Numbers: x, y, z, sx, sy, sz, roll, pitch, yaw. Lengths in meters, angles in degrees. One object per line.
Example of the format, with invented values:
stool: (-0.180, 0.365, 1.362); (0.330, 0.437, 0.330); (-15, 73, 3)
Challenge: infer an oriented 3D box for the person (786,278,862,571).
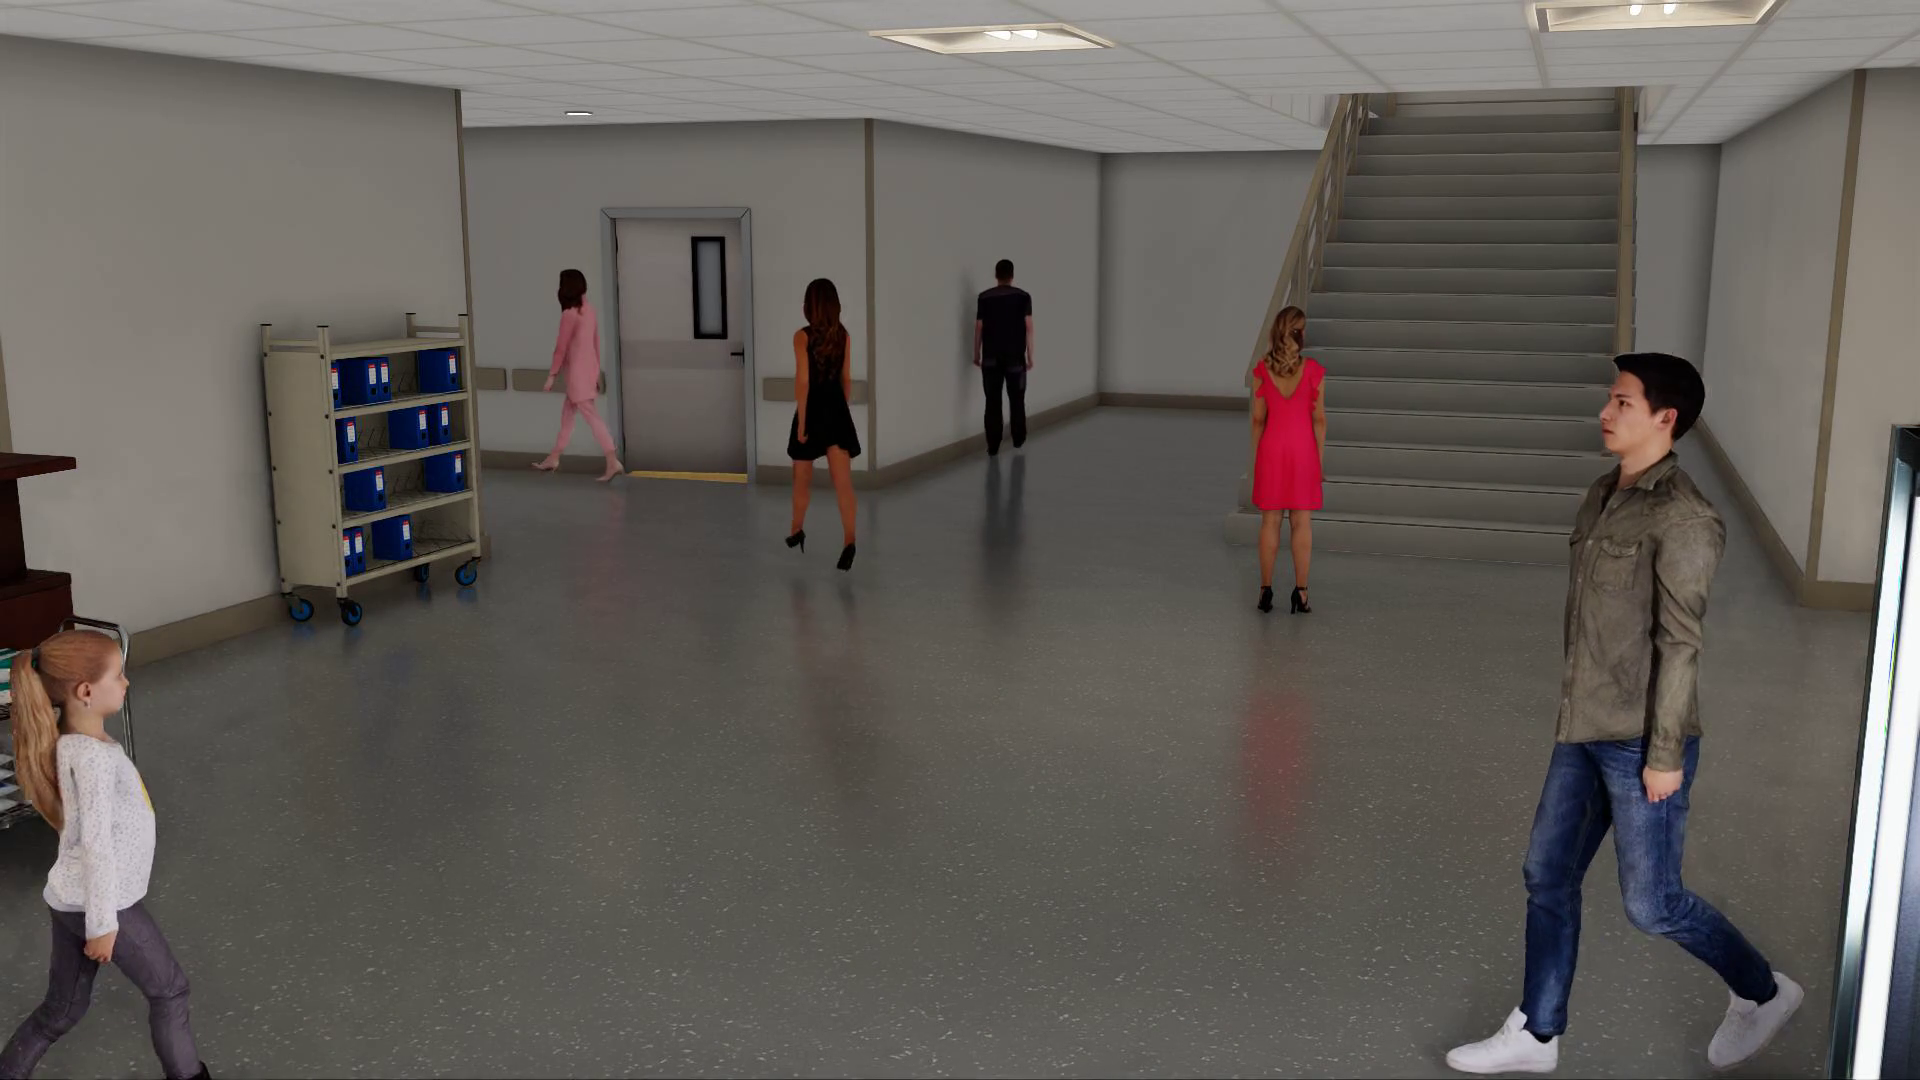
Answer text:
person: (-0.793, -0.654, 10.270); (1.151, 1.771, 1.122); (-7, 13, -31)

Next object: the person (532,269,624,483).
person: (-3.069, -1.315, 13.804); (0.752, 1.753, 1.058); (3, 11, 15)

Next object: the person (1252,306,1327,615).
person: (1.832, -0.451, 9.317); (0.573, 1.728, 0.534); (4, 12, 22)

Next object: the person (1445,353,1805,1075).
person: (1.738, 0.481, 4.100); (1.098, 1.841, 1.192); (-1, 11, -7)

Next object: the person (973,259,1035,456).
person: (0.393, -1.682, 15.600); (0.901, 1.803, 1.172); (1, 11, 7)

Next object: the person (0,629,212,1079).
person: (-2.030, 0.839, 3.766); (0.970, 1.263, 0.784); (-9, 14, -40)
